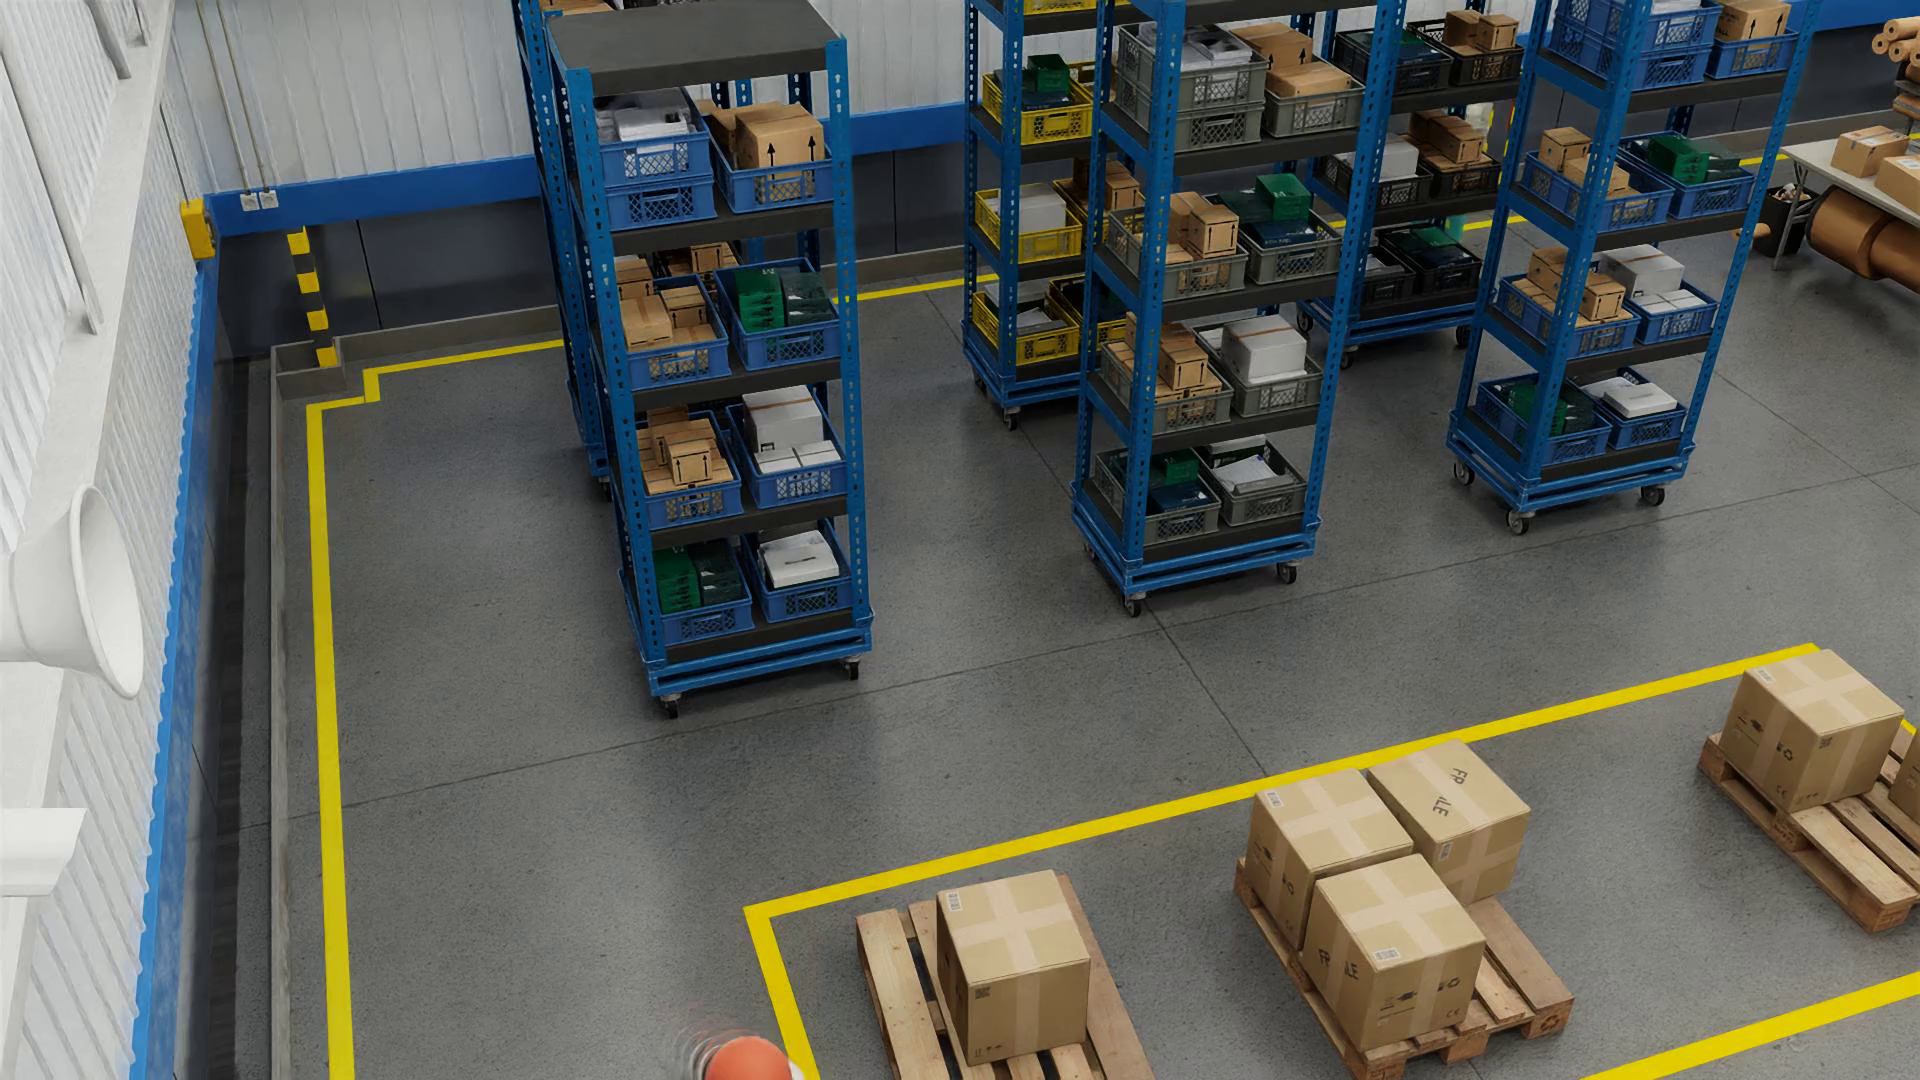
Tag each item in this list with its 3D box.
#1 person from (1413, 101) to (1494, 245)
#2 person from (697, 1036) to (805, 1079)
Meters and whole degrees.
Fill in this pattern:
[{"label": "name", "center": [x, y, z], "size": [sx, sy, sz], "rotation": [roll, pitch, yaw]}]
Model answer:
[{"label": "person", "center": [3.847, -2.966, 12.994], "size": [0.577, 1.732, 0.596], "rotation": [-4, 35, -6]}, {"label": "person", "center": [-0.662, 2.269, 5.357], "size": [0.469, 1.973, 0.650], "rotation": [23, 41, 29]}]
